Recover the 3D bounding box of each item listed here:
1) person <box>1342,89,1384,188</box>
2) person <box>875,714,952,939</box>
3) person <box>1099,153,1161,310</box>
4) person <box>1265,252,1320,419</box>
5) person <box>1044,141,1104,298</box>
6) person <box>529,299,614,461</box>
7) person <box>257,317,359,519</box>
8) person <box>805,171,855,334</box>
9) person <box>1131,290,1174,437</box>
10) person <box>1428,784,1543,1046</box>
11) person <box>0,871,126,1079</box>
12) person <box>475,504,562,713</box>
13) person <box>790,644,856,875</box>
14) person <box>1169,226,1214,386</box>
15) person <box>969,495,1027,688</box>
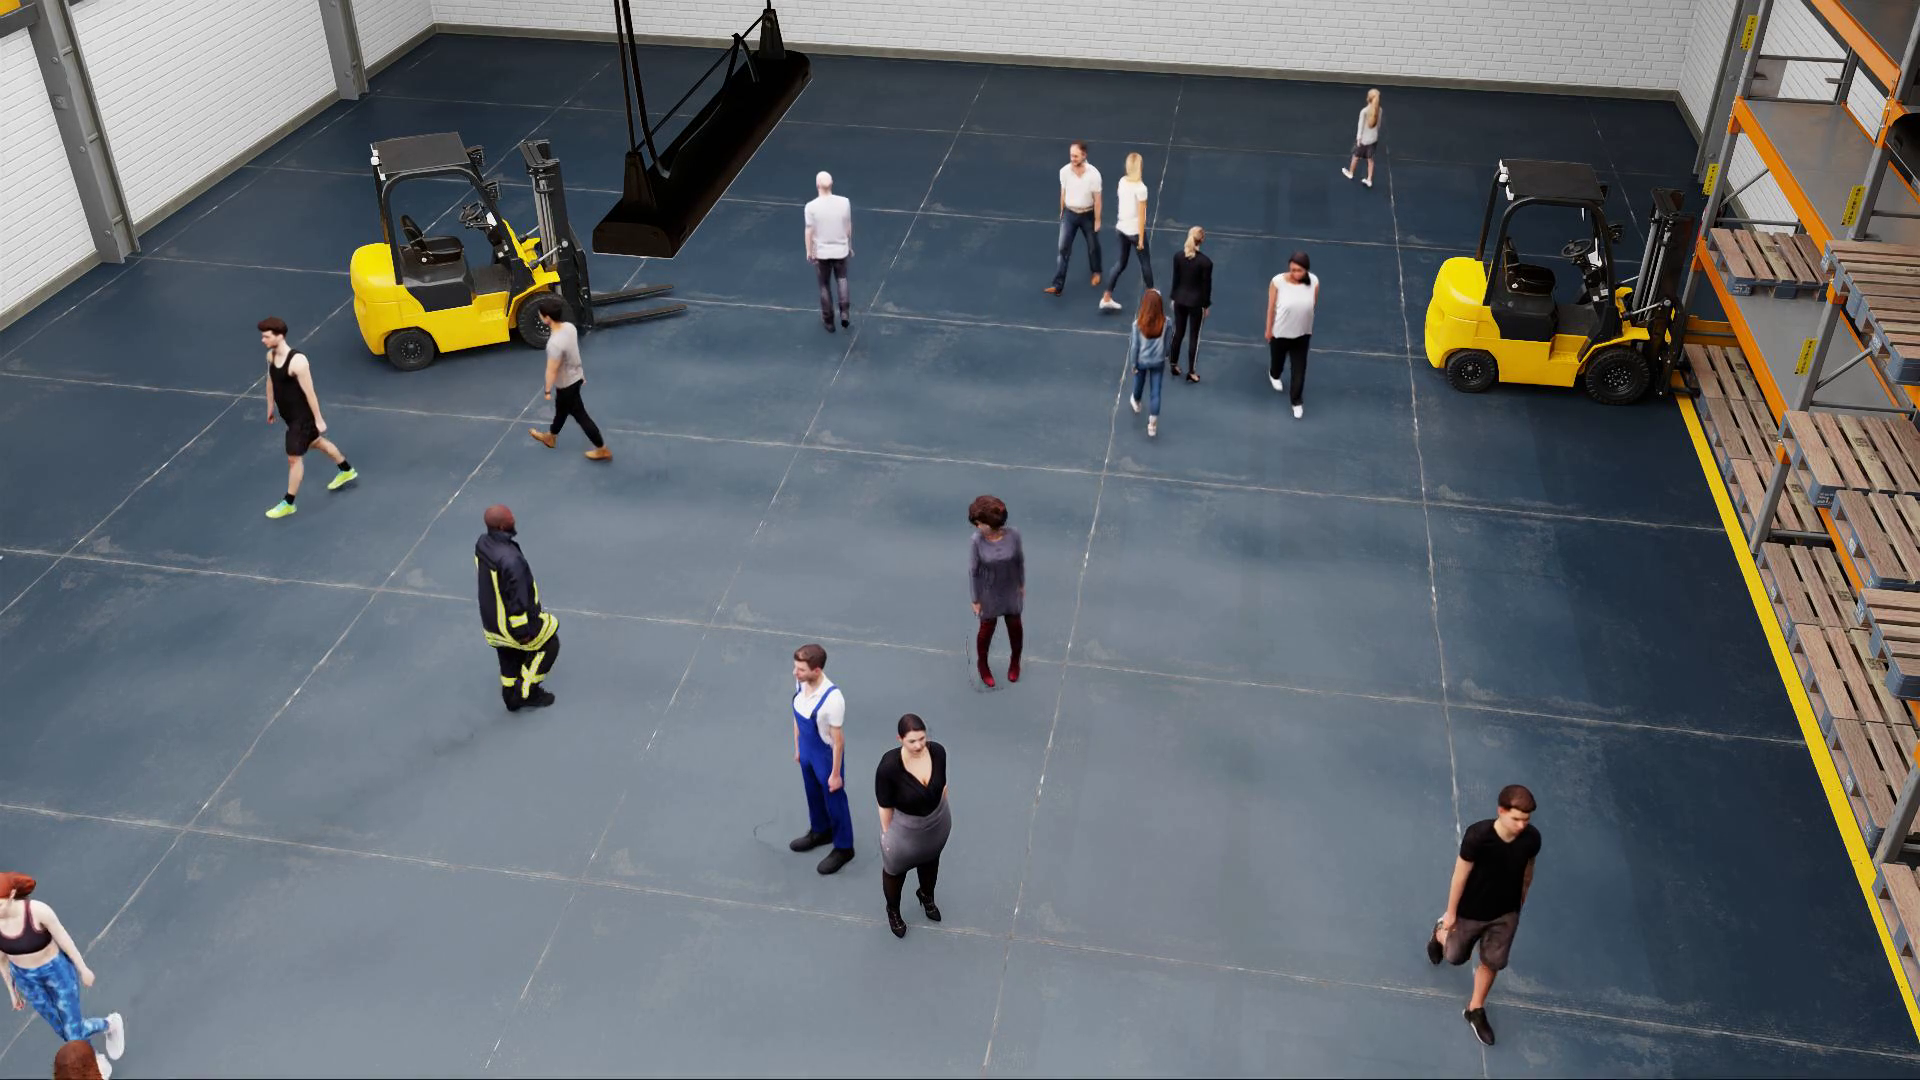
[{"bbox_3d":[5.357,-5.236,21.721,0.714,1.256,0.842,-11,35,-15],"label":"person"},{"bbox_3d":[-0.306,1.808,10.668,0.777,1.760,0.824,-18,38,-25],"label":"person"},{"bbox_3d":[1.820,-3.372,18.460,1.129,1.762,1.030,-20,39,-28],"label":"person"},{"bbox_3d":[3.313,-2.149,16.721,0.796,1.651,1.157,-2,34,-3],"label":"person"},{"bbox_3d":[1.415,-3.687,18.912,0.981,1.787,1.359,14,36,21],"label":"person"},{"bbox_3d":[-3.612,-1.466,15.672,0.683,1.675,1.030,7,34,11],"label":"person"},{"bbox_3d":[-5.929,-1.170,15.075,1.093,1.843,1.305,25,41,32],"label":"person"},{"bbox_3d":[-1.377,-3.063,17.938,0.836,1.825,0.879,-11,35,-15],"label":"person"},{"bbox_3d":[1.876,-1.706,16.244,0.680,1.442,1.032,0,34,-1],"label":"person"},{"bbox_3d":[3.158,2.153,10.073,0.808,1.845,1.082,-2,34,-3],"label":"person"},{"bbox_3d":[-5.238,2.498,9.623,0.666,1.768,0.769,-3,34,-5],"label":"person"},{"bbox_3d":[-3.441,0.557,12.503,0.984,1.812,0.932,-24,40,-31],"label":"person"},{"bbox_3d":[-0.925,1.435,11.150,0.768,1.849,0.723,-25,41,-32],"label":"person"},{"bbox_3d":[2.351,-2.409,17.064,0.686,1.704,0.677,22,39,29],"label":"person"},{"bbox_3d":[0.280,0.399,12.847,0.683,1.695,0.669,-14,36,-20],"label":"person"}]
